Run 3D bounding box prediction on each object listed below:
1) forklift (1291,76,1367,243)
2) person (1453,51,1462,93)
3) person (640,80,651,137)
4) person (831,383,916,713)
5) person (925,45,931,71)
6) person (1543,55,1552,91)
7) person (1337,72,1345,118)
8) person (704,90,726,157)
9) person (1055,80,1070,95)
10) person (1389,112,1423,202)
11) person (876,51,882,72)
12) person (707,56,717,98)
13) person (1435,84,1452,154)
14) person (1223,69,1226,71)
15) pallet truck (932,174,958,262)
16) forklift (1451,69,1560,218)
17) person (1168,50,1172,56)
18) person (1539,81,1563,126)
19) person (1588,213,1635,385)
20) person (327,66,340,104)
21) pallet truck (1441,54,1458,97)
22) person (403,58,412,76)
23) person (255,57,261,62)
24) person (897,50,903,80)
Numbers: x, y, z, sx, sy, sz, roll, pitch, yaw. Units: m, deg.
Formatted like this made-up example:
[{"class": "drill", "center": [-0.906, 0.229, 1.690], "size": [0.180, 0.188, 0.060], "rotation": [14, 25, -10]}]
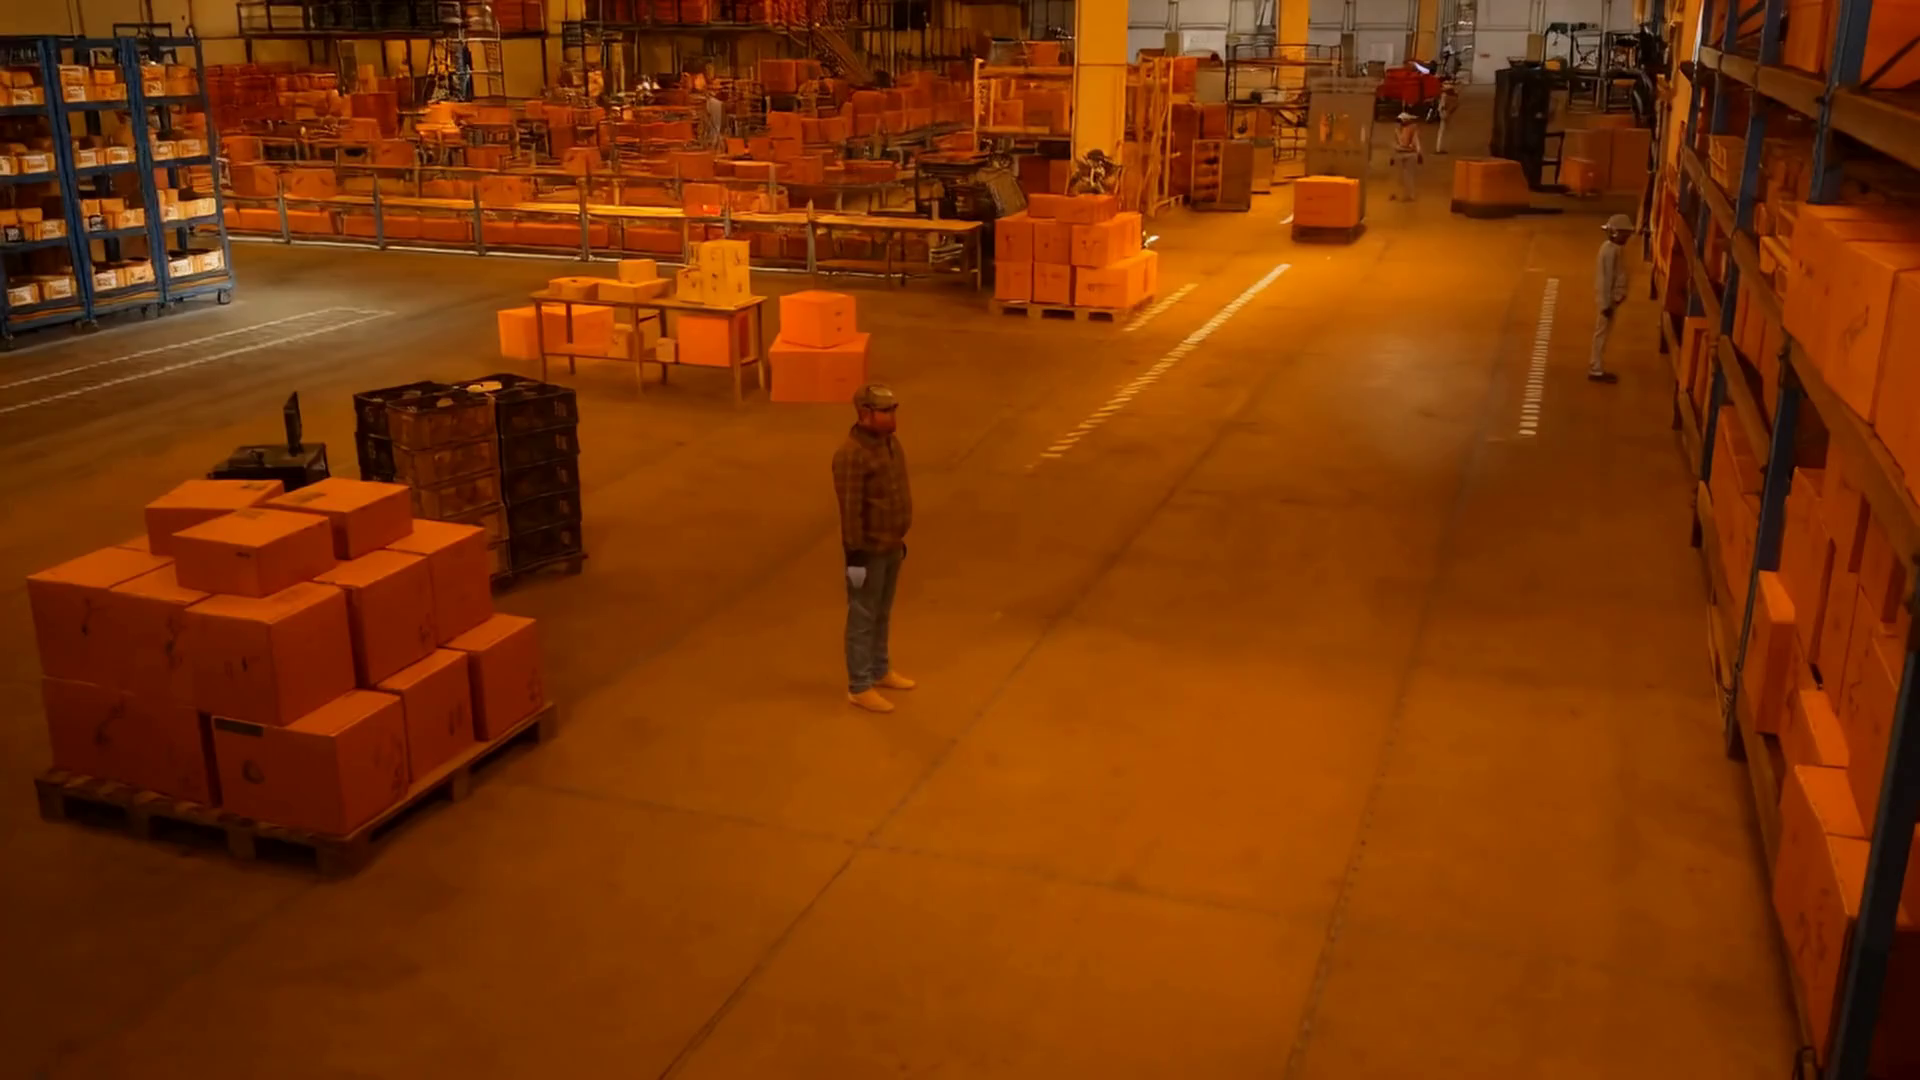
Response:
[{"class": "forklift", "center": [6.598, -6.755, 29.381], "size": [1.129, 2.768, 1.873], "rotation": [6, 19, 19]}, {"class": "person", "center": [24.709, -23.268, 82.699], "size": [0.374, 1.997, 0.614], "rotation": [6, 19, 19]}, {"class": "person", "center": [-10.165, -13.977, 53.876], "size": [0.305, 1.772, 0.527], "rotation": [6, 19, 19]}, {"class": "person", "center": [-0.474, 0.033, 9.626], "size": [0.408, 1.913, 0.644], "rotation": [6, 19, 19]}, {"class": "person", "center": [-1.879, -28.821, 100.236], "size": [0.351, 1.942, 0.547], "rotation": [6, 19, 19]}, {"class": "person", "center": [28.276, -22.336, 79.977], "size": [0.326, 1.871, 0.520], "rotation": [6, 19, 19]}, {"class": "person", "center": [14.446, -16.888, 63.140], "size": [0.318, 1.696, 0.537], "rotation": [6, 19, 19]}, {"class": "person", "center": [-6.824, -11.556, 46.189], "size": [0.544, 1.820, 0.918], "rotation": [-15, 23, -39]}, {"class": "person", "center": [3.795, -16.801, 62.310], "size": [0.535, 2.000, 0.709], "rotation": [11, 21, 31]}, {"class": "person", "center": [9.510, -8.169, 35.477], "size": [1.057, 1.858, 0.620], "rotation": [-16, 24, -41]}, {"class": "person", "center": [-4.546, -26.748, 94.024], "size": [0.424, 1.750, 0.552], "rotation": [-3, 18, -10]}, {"class": "person", "center": [-10.768, -20.034, 72.462], "size": [0.376, 2.043, 0.609], "rotation": [6, 19, 19]}, {"class": "person", "center": [13.754, -11.977, 47.311], "size": [0.351, 1.942, 0.547], "rotation": [6, 19, 19]}, {"class": "person", "center": [9.488, -15.920, 59.707], "size": [0.370, 1.940, 0.631], "rotation": [6, 19, 19]}, {"class": "pallet truck", "center": [-0.507, -5.292, 27.348], "size": [0.653, 1.274, 1.630], "rotation": [6, 19, 19]}, {"class": "forklift", "center": [10.851, -7.838, 32.785], "size": [1.873, 2.768, 1.129], "rotation": [-8, 19, -23]}, {"class": "person", "center": [11.678, -26.591, 93.416], "size": [0.652, 1.827, 0.454], "rotation": [-8, 19, -24]}, {"class": "person", "center": [17.918, -12.954, 50.448], "size": [0.624, 1.896, 0.448], "rotation": [11, 21, 32]}, {"class": "person", "center": [7.072, -2.620, 18.083], "size": [0.404, 1.837, 0.593], "rotation": [6, 19, 19]}, {"class": "person", "center": [-24.370, -17.484, 64.707], "size": [0.353, 1.884, 0.577], "rotation": [6, 19, 19]}, {"class": "pallet truck", "center": [22.765, -21.886, 78.355], "size": [0.823, 1.965, 1.885], "rotation": [-4, 18, -14]}, {"class": "person", "center": [-24.378, -20.299, 73.563], "size": [0.633, 1.912, 0.570], "rotation": [4, 18, 13]}, {"class": "person", "center": [-31.364, -20.624, 74.506], "size": [0.368, 1.927, 0.589], "rotation": [6, 19, 19]}, {"class": "person", "center": [-3.533, -28.098, 98.359], "size": [0.318, 1.700, 0.537], "rotation": [6, 19, 19]}]
